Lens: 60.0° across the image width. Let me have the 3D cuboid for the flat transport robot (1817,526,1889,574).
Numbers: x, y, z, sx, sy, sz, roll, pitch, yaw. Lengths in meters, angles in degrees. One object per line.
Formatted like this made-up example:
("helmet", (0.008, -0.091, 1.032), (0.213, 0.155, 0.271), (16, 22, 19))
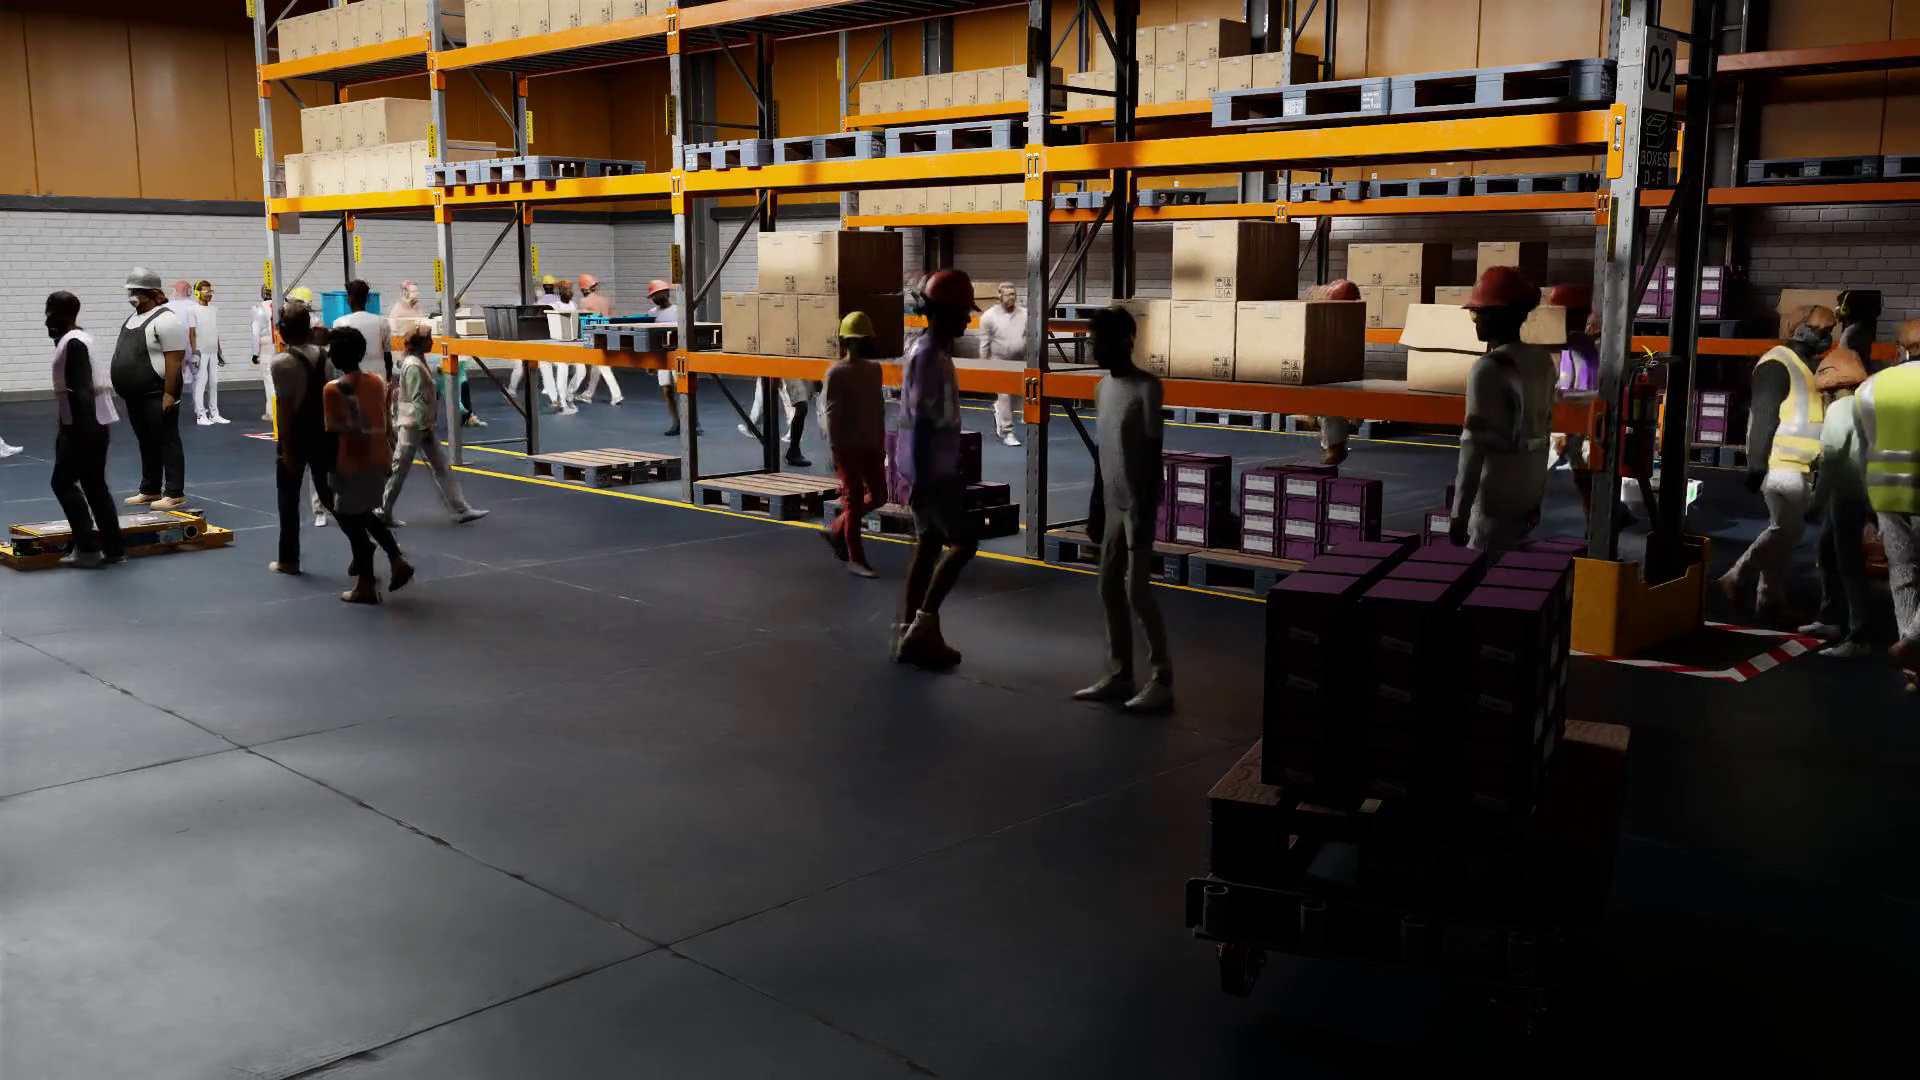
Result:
("flat transport robot", (6.424, 0.049, 11.325), (0.652, 0.197, 1.431), (9, 13, 44))

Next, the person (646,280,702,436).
("person", (-3.493, -2.196, 20.171), (0.663, 1.888, 0.399), (3, 10, 18))

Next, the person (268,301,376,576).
("person", (-4.227, -0.645, 10.865), (0.852, 1.822, 0.521), (6, 11, 30))

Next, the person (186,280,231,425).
("person", (-9.779, -2.429, 21.617), (0.328, 1.876, 0.513), (3, 10, 19))

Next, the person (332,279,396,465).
("person", (-5.898, -1.626, 16.521), (0.608, 1.929, 0.981), (-8, 12, -40))

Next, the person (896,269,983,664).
("person", (-0.118, -0.358, 8.468), (0.510, 2.014, 0.632), (0, 9, -2))

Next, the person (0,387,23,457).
("person", (-10.394, -1.620, 17.542), (0.502, 1.586, 0.873), (7, 12, 38))

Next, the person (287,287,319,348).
("person", (-8.575, -2.368, 21.485), (0.604, 1.803, 0.732), (4, 10, 22))

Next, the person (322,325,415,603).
("person", (-3.619, -0.451, 10.044), (0.380, 1.683, 0.543), (3, 10, 19))

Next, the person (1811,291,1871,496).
("person", (7.869, -1.257, 14.571), (0.771, 1.839, 0.530), (9, 13, 44))

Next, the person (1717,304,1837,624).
("person", (4.730, -0.427, 9.496), (0.638, 1.821, 0.431), (-8, 12, -41))

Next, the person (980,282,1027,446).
("person", (0.541, -2.048, 19.264), (0.646, 1.883, 0.839), (-4, 10, -25))

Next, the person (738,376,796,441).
("person", (-2.236, -2.013, 19.617), (0.936, 1.682, 0.493), (7, 12, 39))

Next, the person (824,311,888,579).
("person", (-0.713, -0.629, 10.947), (0.488, 1.748, 0.537), (7, 12, 38))

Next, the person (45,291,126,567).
("person", (-5.988, -0.741, 11.305), (0.504, 1.873, 0.688), (-4, 10, -21))

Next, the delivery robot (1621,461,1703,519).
("delivery robot", (5.276, -0.364, 12.703), (0.707, 0.478, 0.477), (6, 11, 34))

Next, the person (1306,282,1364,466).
("person", (2.985, -1.068, 13.126), (0.431, 1.917, 0.559), (7, 12, 38))

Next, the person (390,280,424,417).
("person", (-7.263, -2.449, 21.725), (0.685, 1.889, 0.653), (2, 9, 9))

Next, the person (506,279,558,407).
("person", (-6.275, -2.880, 24.385), (1.097, 1.883, 0.636), (5, 10, 27))

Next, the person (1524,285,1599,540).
("person", (4.133, -0.818, 11.632), (0.576, 1.899, 0.917), (-8, 13, -42))

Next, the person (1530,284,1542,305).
("person", (5.154, -1.377, 15.130), (0.574, 1.886, 0.356), (-7, 11, -36))

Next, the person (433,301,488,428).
("person", (-6.521, -2.242, 21.128), (0.832, 1.654, 0.519), (0, 9, -1))

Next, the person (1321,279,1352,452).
("person", (4.208, -1.943, 18.535), (0.411, 1.909, 0.643), (1, 9, 9))

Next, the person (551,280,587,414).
("person", (-5.462, -2.671, 23.109), (0.430, 1.866, 0.601), (4, 10, 23))

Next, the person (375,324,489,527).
("person", (-4.219, -0.893, 13.039), (0.887, 1.590, 0.533), (-1, 9, -9))

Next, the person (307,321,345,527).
("person", (-5.086, -0.939, 13.266), (0.509, 1.614, 0.642), (-4, 10, -25))

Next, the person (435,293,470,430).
("person", (-6.292, -2.214, 20.670), (0.490, 1.753, 0.531), (5, 11, 29))

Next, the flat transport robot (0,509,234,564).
("flat transport robot", (-6.031, -0.036, 11.842), (0.652, 0.197, 1.431), (9, 13, 44))

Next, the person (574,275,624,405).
("person", (-5.377, -2.979, 24.830), (1.048, 1.936, 0.663), (5, 10, 28))

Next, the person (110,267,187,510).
("person", (-6.857, -1.274, 14.024), (0.683, 2.000, 0.538), (6, 11, 34))

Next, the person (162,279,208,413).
("person", (-10.767, -2.664, 23.049), (0.649, 1.884, 0.770), (0, 9, -1))

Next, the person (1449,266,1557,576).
("person", (2.393, -0.203, 7.477), (0.420, 2.032, 0.632), (9, 13, 43))

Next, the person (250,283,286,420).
("person", (-9.190, -2.520, 22.271), (0.430, 1.844, 0.624), (9, 13, 42))

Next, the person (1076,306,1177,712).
("person", (0.765, -0.146, 7.684), (0.438, 1.852, 0.563), (-5, 10, -26))

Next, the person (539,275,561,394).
("person", (-6.635, -3.326, 26.968), (0.586, 1.921, 0.383), (-4, 10, -21))

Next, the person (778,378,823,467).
("person", (-1.625, -1.686, 16.921), (0.523, 1.916, 0.586), (7, 12, 37))

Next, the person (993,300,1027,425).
("person", (0.750, -2.293, 21.525), (0.531, 1.625, 0.526), (3, 10, 19))

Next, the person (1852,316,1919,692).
("person", (4.536, -0.157, 7.922), (0.548, 1.805, 0.664), (-6, 11, -31))

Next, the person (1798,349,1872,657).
("person", (4.674, -0.201, 8.818), (0.507, 1.601, 0.589), (7, 11, 36))

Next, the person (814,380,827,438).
("person", (-1.588, -2.179, 20.078), (0.633, 1.887, 1.011), (-2, 10, -14))

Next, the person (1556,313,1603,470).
("person", (6.305, -1.435, 16.364), (0.508, 1.601, 0.823), (-8, 12, -42))
